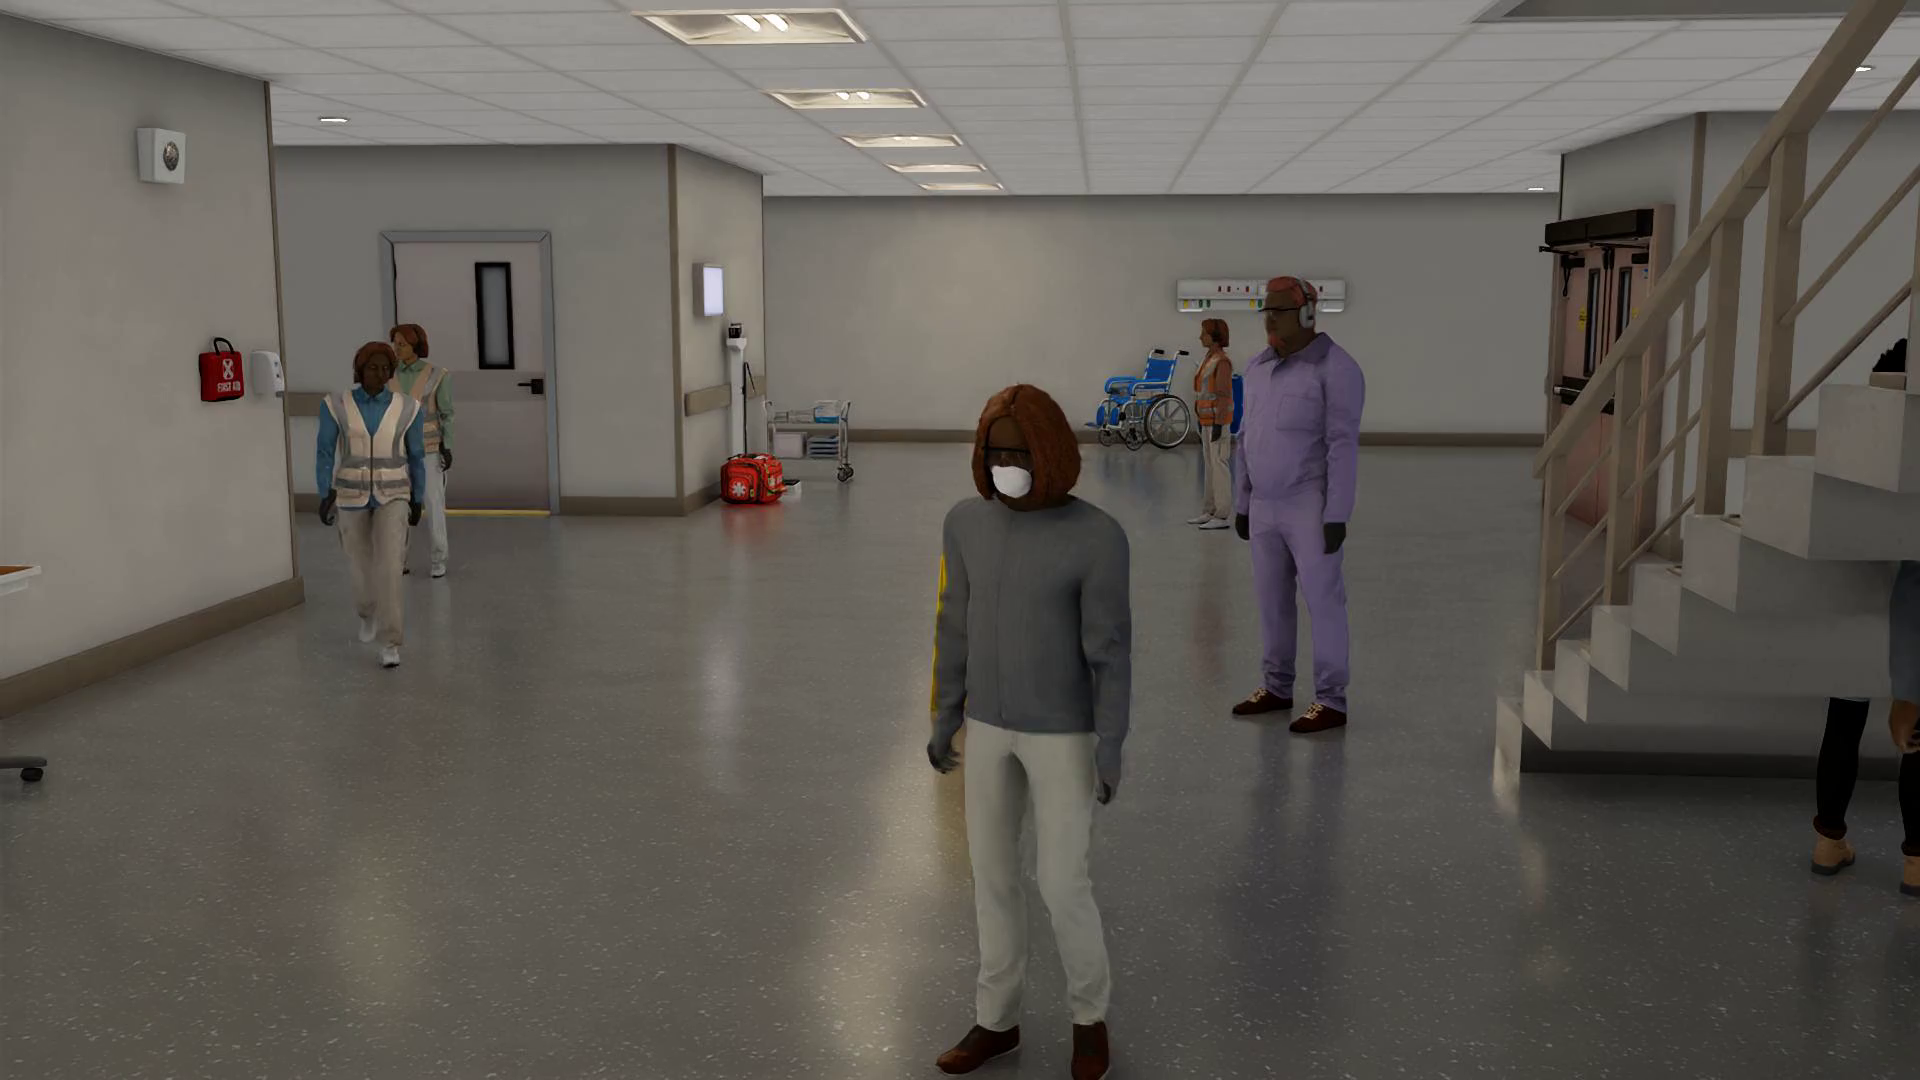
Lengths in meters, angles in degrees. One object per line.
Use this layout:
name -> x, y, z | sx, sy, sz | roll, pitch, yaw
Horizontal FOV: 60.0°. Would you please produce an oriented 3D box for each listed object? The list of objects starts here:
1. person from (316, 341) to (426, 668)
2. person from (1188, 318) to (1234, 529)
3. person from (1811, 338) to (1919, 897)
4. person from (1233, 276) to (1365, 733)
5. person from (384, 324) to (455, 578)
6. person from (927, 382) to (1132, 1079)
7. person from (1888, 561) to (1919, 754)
person -> -2.965, -0.211, 8.405 | 0.515, 1.593, 0.873 | -3, 9, -18
person -> 1.976, -0.904, 12.957 | 0.311, 1.642, 0.512 | -1, 8, -5
person -> 2.855, 0.230, 5.077 | 0.319, 1.693, 0.532 | -7, 11, -40
person -> 1.386, -0.151, 6.997 | 0.400, 1.897, 0.644 | -5, 10, -32
person -> -3.503, -0.569, 10.700 | 0.514, 1.636, 0.315 | 0, 8, 2
person -> 0.141, 0.449, 3.819 | 0.516, 1.622, 0.335 | 6, 10, 37
person -> 2.526, 0.313, 3.890 | 0.645, 1.889, 1.033 | 4, 9, 25
